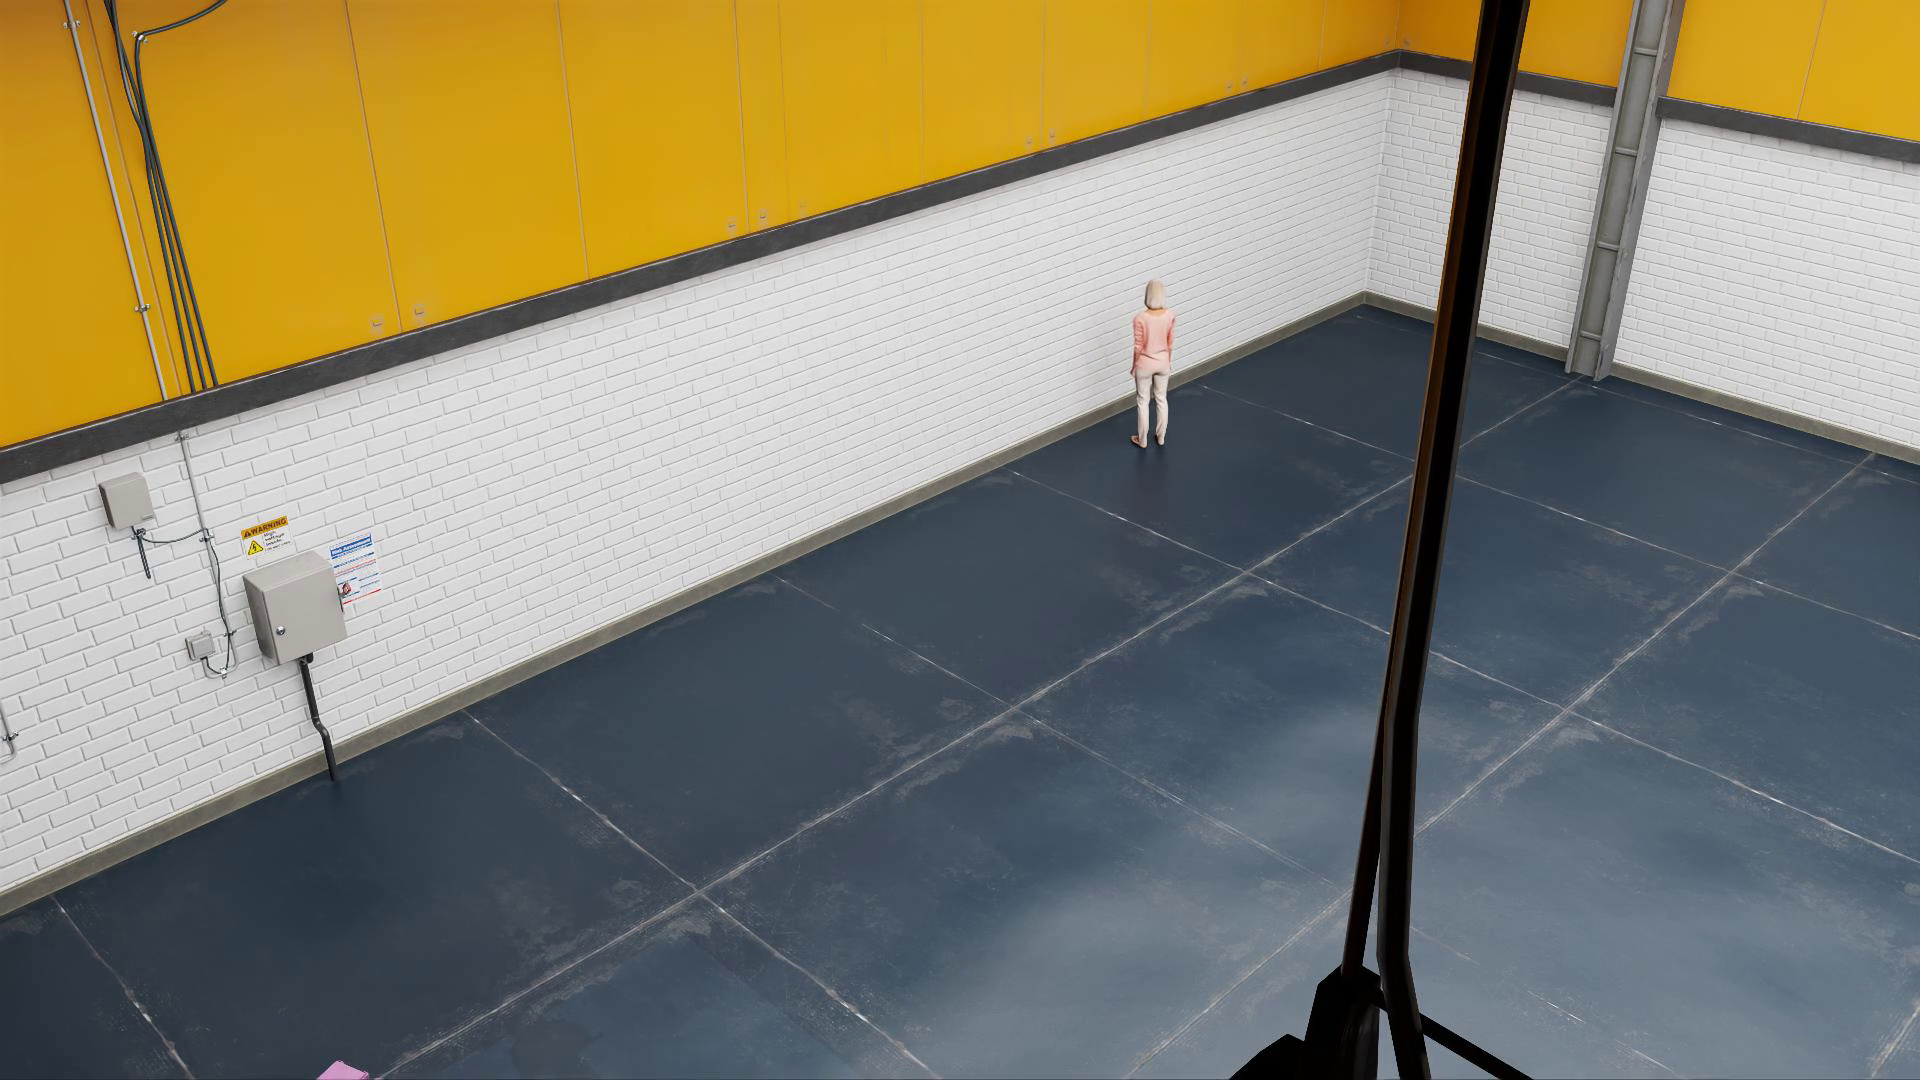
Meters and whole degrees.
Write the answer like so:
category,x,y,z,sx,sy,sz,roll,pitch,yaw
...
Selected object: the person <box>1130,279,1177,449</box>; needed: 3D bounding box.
category,x,y,z,sx,sy,sz,roll,pitch,yaw
person,1.898,-1.749,16.457,0.678,1.724,0.677,-9,30,-15
